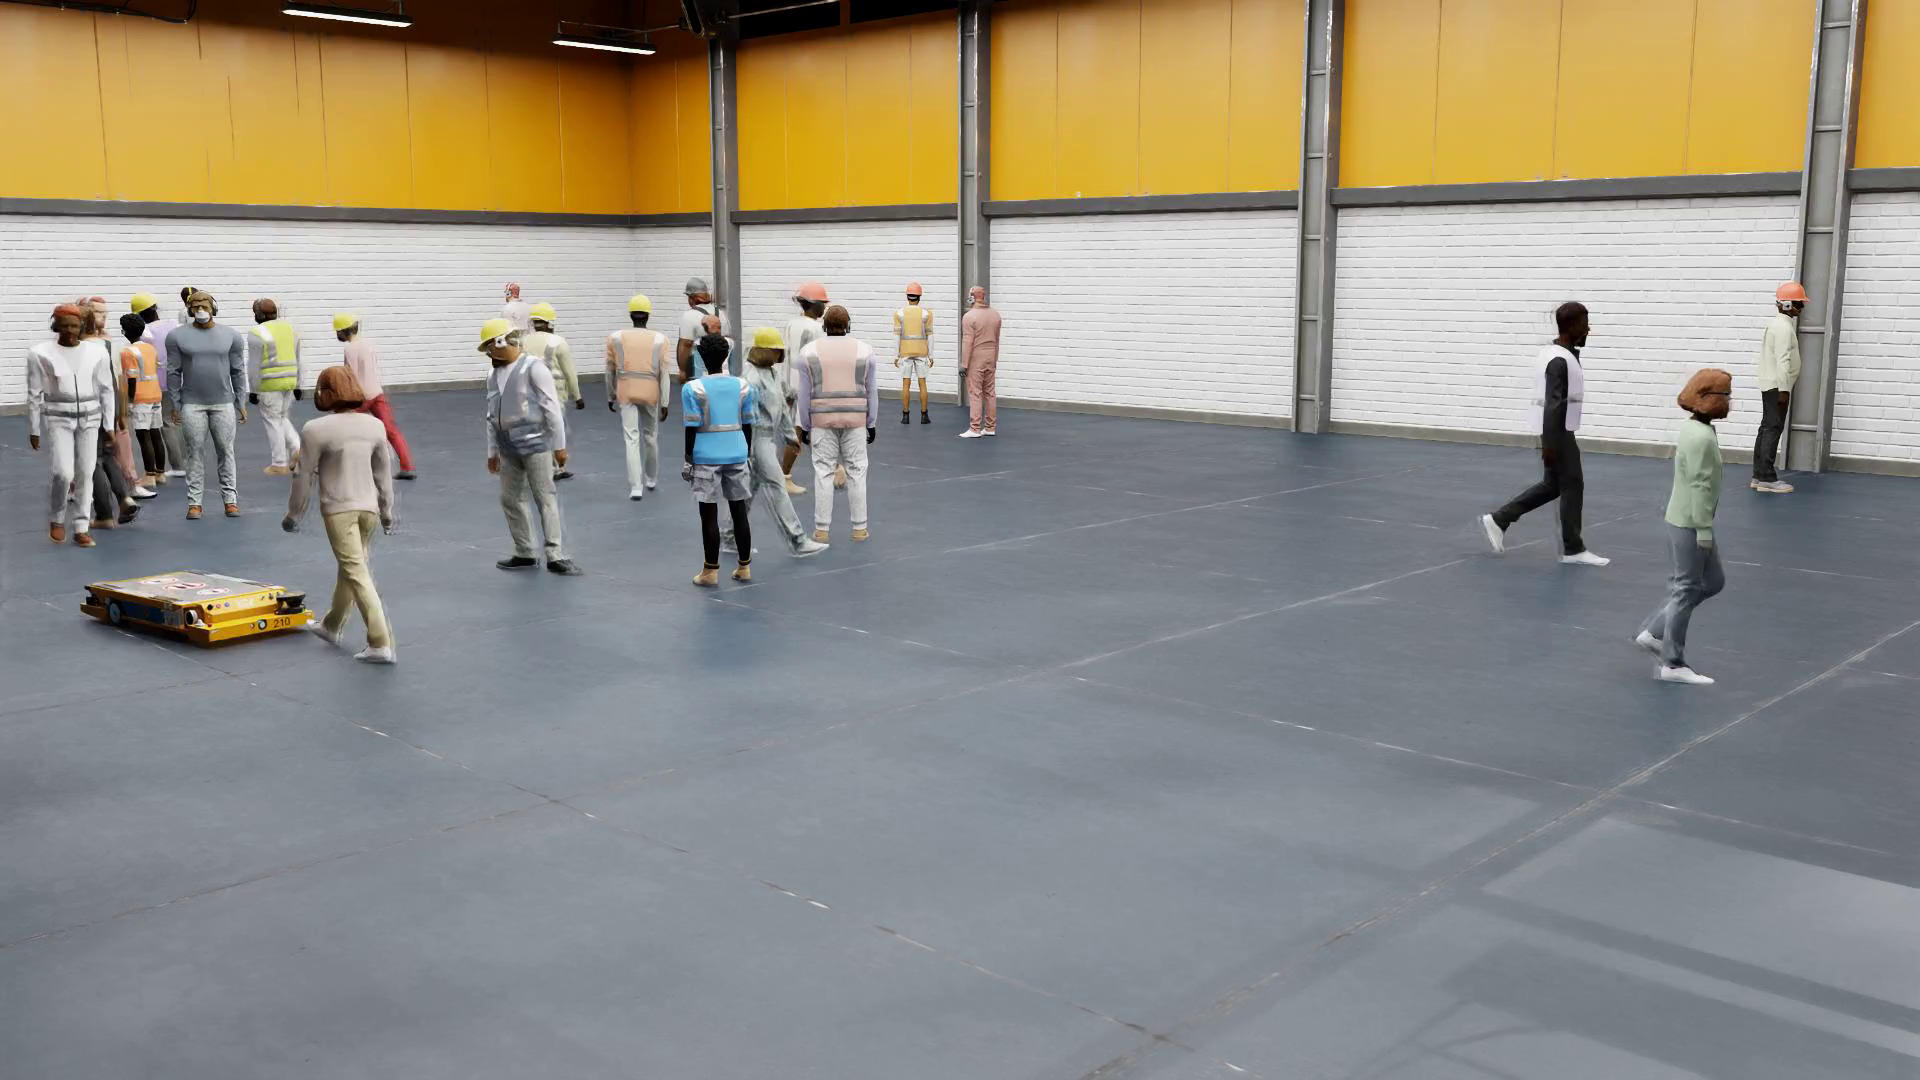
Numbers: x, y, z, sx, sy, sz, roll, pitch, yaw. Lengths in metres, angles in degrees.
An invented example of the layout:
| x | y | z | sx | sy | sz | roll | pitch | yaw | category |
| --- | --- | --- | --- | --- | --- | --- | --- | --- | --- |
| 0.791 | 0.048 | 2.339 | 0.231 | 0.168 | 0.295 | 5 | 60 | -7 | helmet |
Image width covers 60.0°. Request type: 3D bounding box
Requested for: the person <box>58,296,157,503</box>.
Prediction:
| x | y | z | sx | sy | sz | roll | pitch | yaw | category |
| --- | --- | --- | --- | --- | --- | --- | --- | --- | --- |
| -7.733 | -1.251 | 15.004 | 0.902 | 1.867 | 0.657 | 3 | 10 | 16 | person |

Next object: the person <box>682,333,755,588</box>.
| x | y | z | sx | sy | sz | roll | pitch | yaw | category |
| --- | --- | --- | --- | --- | --- | --- | --- | --- | --- |
| -1.616 | -0.532 | 11.118 | 0.539 | 1.698 | 0.318 | -7 | 11 | -36 | person |

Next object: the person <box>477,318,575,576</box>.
| x | y | z | sx | sy | sz | roll | pitch | yaw | category |
| --- | --- | --- | --- | --- | --- | --- | --- | --- | --- |
| -2.990 | -0.633 | 11.512 | 0.721 | 1.787 | 0.407 | 6 | 11 | 31 | person |

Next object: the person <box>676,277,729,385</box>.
| x | y | z | sx | sy | sz | roll | pitch | yaw | category |
| --- | --- | --- | --- | --- | --- | --- | --- | --- | --- |
| -3.013 | -2.010 | 19.136 | 0.535 | 2.000 | 0.704 | 5 | 11 | 29 | person |

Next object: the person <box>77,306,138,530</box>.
| x | y | z | sx | sy | sz | roll | pitch | yaw | category |
| --- | --- | --- | --- | --- | --- | --- | --- | --- | --- |
| -7.002 | -0.982 | 13.487 | 0.412 | 1.825 | 0.536 | 4 | 10 | 25 | person |

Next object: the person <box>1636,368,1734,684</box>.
| x | y | z | sx | sy | sz | roll | pitch | yaw | category |
| --- | --- | --- | --- | --- | --- | --- | --- | --- | --- |
| 3.760 | -0.063 | 8.479 | 0.347 | 1.625 | 0.500 | 4 | 10 | 24 | person |

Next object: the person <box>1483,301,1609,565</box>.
| x | y | z | sx | sy | sz | roll | pitch | yaw | category |
| --- | --- | --- | --- | --- | --- | --- | --- | --- | --- |
| 4.262 | -0.770 | 11.985 | 0.815 | 1.896 | 0.602 | 4 | 10 | 21 | person |

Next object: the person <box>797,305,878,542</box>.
| x | y | z | sx | sy | sz | roll | pitch | yaw | category |
| --- | --- | --- | --- | --- | --- | --- | --- | --- | --- |
| -0.950 | -0.900 | 12.944 | 0.626 | 1.844 | 0.429 | -1 | 9 | -8 | person |

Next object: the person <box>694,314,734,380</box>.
| x | y | z | sx | sy | sz | roll | pitch | yaw | category |
| --- | --- | --- | --- | --- | --- | --- | --- | --- | --- |
| -2.752 | -1.683 | 18.434 | 0.528 | 1.614 | 0.683 | -6 | 11 | -31 | person |

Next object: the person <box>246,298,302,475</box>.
| x | y | z | sx | sy | sz | roll | pitch | yaw | category |
| --- | --- | --- | --- | --- | --- | --- | --- | --- | --- |
| -7.049 | -1.571 | 17.097 | 0.430 | 1.825 | 0.635 | 3 | 10 | 20 | person |

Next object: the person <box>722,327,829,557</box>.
| x | y | z | sx | sy | sz | roll | pitch | yaw | category |
| --- | --- | --- | --- | --- | --- | --- | --- | --- | --- |
| -1.394 | -0.713 | 12.228 | 0.877 | 1.693 | 0.501 | 2 | 9 | 11 | person |

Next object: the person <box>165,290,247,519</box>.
| x | y | z | sx | sy | sz | roll | pitch | yaw | category |
| --- | --- | --- | --- | --- | --- | --- | --- | --- | --- |
| -6.398 | -1.148 | 14.162 | 0.627 | 1.941 | 0.371 | -4 | 10 | -25 | person |

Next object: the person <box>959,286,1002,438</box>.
| x | y | z | sx | sy | sz | roll | pitch | yaw | category |
| --- | --- | --- | --- | --- | --- | --- | --- | --- | --- |
| 0.224 | -2.232 | 20.930 | 0.407 | 1.902 | 0.639 | 9 | 13 | 43 | person |

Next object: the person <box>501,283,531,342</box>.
| x | y | z | sx | sy | sz | roll | pitch | yaw | category |
| --- | --- | --- | --- | --- | --- | --- | --- | --- | --- |
| -6.695 | -2.897 | 24.983 | 0.406 | 1.906 | 0.654 | 2 | 10 | 15 | person |

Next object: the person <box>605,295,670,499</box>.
| x | y | z | sx | sy | sz | roll | pitch | yaw | category |
| --- | --- | --- | --- | --- | --- | --- | --- | --- | --- |
| -3.003 | -1.342 | 15.564 | 0.596 | 1.871 | 1.010 | -2 | 9 | -12 | person |

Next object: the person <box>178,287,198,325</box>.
| x | y | z | sx | sy | sz | roll | pitch | yaw | category |
| --- | --- | --- | --- | --- | --- | --- | --- | --- | --- |
| -10.864 | -2.644 | 23.553 | 0.328 | 1.870 | 0.521 | -7 | 12 | -37 | person |

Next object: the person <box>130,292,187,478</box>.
| x | y | z | sx | sy | sz | roll | pitch | yaw | category |
| --- | --- | --- | --- | --- | --- | --- | --- | --- | --- |
| -8.070 | -1.557 | 16.833 | 0.429 | 1.880 | 0.657 | 4 | 10 | 26 | person |

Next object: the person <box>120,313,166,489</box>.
| x | y | z | sx | sy | sz | roll | pitch | yaw | category |
| --- | --- | --- | --- | --- | --- | --- | --- | --- | --- |
| -7.912 | -1.341 | 16.079 | 0.322 | 1.699 | 0.535 | 0 | 9 | 0 | person |

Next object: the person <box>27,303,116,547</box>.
| x | y | z | sx | sy | sz | roll | pitch | yaw | category |
| --- | --- | --- | --- | --- | --- | --- | --- | --- | --- |
| -6.738 | -0.863 | 12.651 | 0.577 | 1.864 | 0.429 | -9 | 13 | -43 | person |

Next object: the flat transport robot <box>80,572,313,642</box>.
| x | y | z | sx | sy | sz | roll | pitch | yaw | category |
| --- | --- | --- | --- | --- | --- | --- | --- | --- | --- |
| -4.567 | 0.376 | 9.917 | 1.431 | 0.197 | 0.652 | 7 | 12 | 35 | flat transport robot |

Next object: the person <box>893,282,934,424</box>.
| x | y | z | sx | sy | sz | roll | pitch | yaw | category |
| --- | --- | --- | --- | --- | --- | --- | --- | --- | --- |
| -0.633 | -2.551 | 22.769 | 0.552 | 1.935 | 0.374 | 0 | 9 | 0 | person |

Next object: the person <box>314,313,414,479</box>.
| x | y | z | sx | sy | sz | roll | pitch | yaw | category |
| --- | --- | --- | --- | --- | --- | --- | --- | --- | --- |
| -5.985 | -1.413 | 16.591 | 1.016 | 1.667 | 0.537 | 1 | 9 | 6 | person |

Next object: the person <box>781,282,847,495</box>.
| x | y | z | sx | sy | sz | roll | pitch | yaw | category |
| --- | --- | --- | --- | --- | --- | --- | --- | --- | --- |
| -1.325 | -1.420 | 15.669 | 1.038 | 1.988 | 0.621 | -5 | 10 | -26 | person |

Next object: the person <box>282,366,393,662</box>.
| x | y | z | sx | sy | sz | roll | pitch | yaw | category |
| --- | --- | --- | --- | --- | --- | --- | --- | --- | --- |
| -3.388 | -0.145 | 9.072 | 0.859 | 1.591 | 0.516 | 5 | 11 | 30 | person |

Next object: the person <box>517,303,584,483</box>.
| x | y | z | sx | sy | sz | roll | pitch | yaw | category |
| --- | --- | --- | --- | --- | --- | --- | --- | --- | --- |
| -4.010 | -1.417 | 16.258 | 0.591 | 1.798 | 0.803 | 5 | 10 | 27 | person |

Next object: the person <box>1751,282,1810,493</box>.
| x | y | z | sx | sy | sz | roll | pitch | yaw | category |
| --- | --- | --- | --- | --- | --- | --- | --- | --- | --- |
| 7.830 | -1.455 | 15.875 | 0.397 | 1.992 | 0.623 | 3 | 10 | 16 | person |
